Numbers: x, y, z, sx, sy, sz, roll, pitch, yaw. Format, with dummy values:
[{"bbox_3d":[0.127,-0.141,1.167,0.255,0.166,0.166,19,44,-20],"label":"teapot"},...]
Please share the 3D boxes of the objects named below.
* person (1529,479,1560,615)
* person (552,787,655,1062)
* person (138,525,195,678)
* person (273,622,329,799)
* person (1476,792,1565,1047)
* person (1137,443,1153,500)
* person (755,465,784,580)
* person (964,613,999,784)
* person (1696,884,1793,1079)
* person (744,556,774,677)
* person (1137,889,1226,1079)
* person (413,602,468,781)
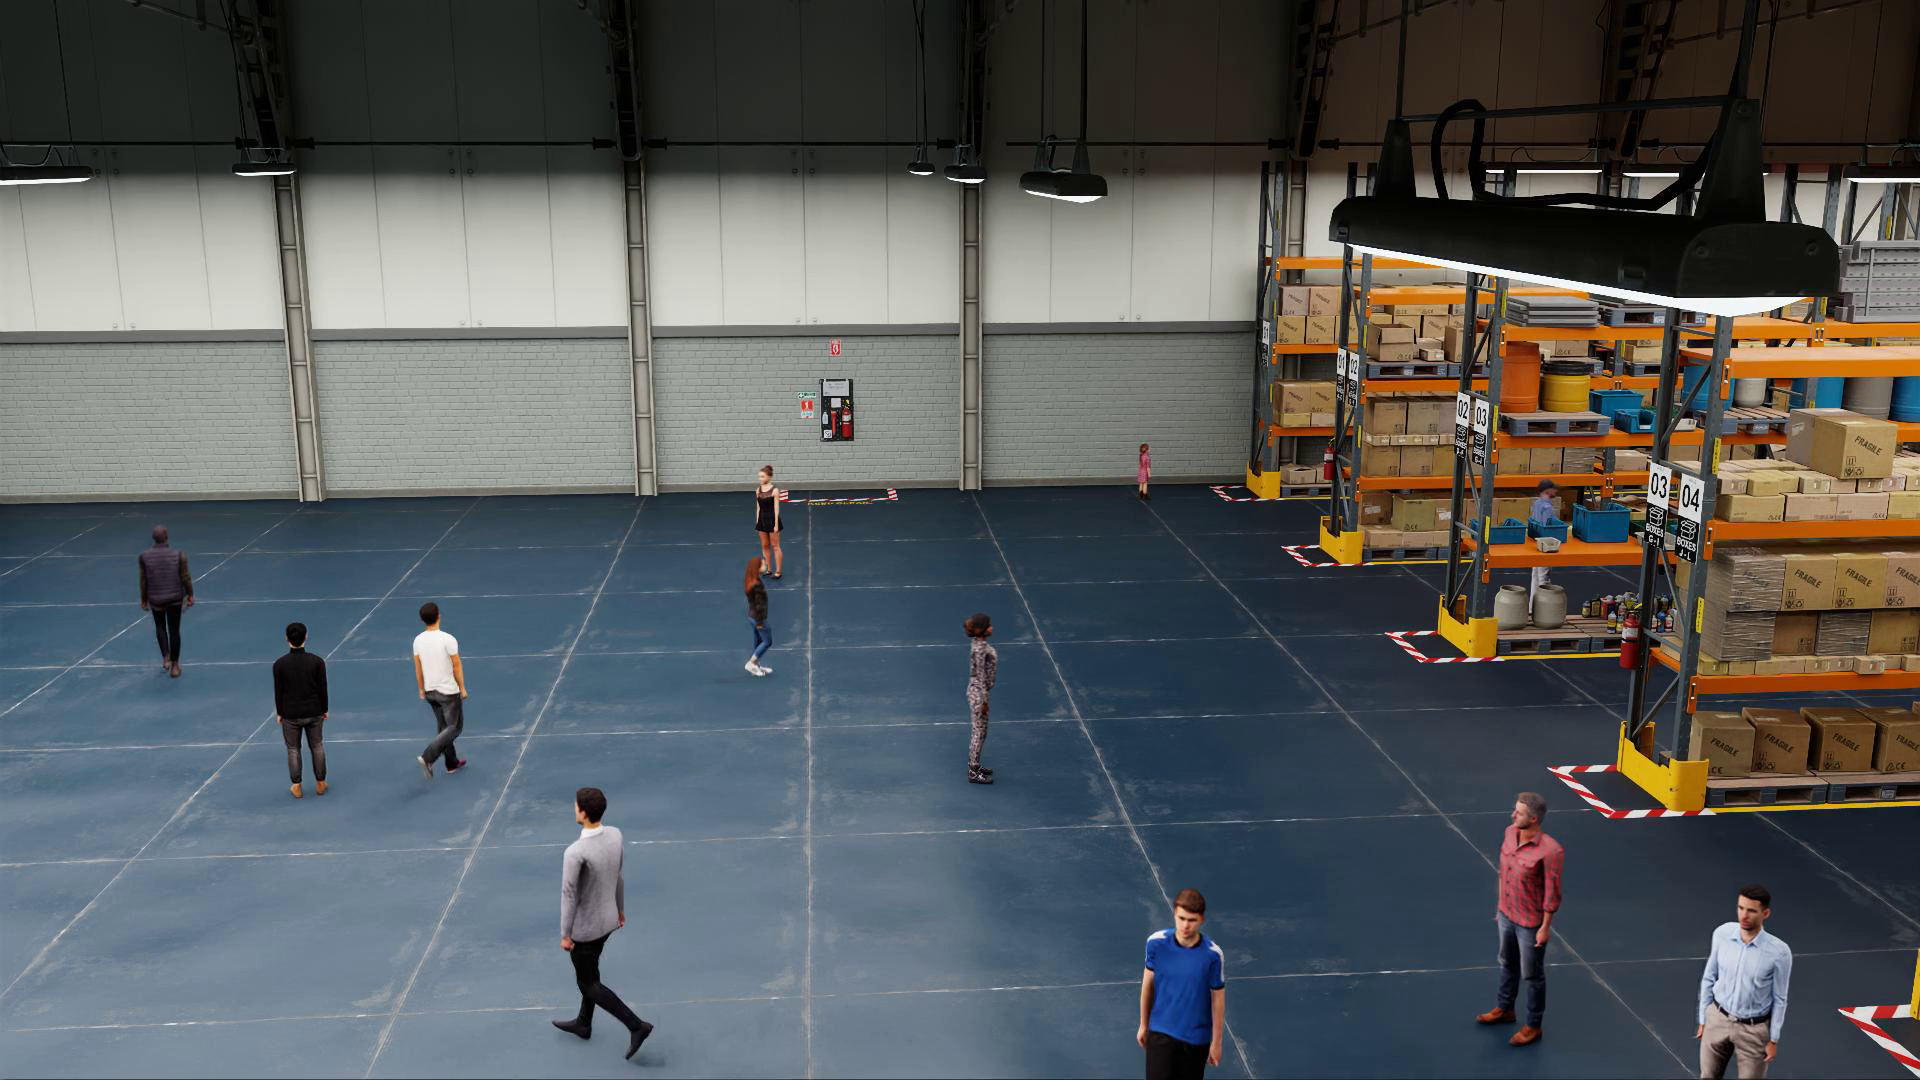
[{"bbox_3d":[7.865,0.102,22.430,0.578,1.887,0.658,0,13,-1],"label":"person"},{"bbox_3d":[-2.460,2.638,11.428,1.278,1.912,1.081,5,14,22],"label":"person"},{"bbox_3d":[-9.469,0.744,19.803,0.731,1.822,0.855,-4,14,-17],"label":"person"},{"bbox_3d":[-6.398,1.642,16.153,0.620,1.721,0.767,-7,15,-28],"label":"person"},{"bbox_3d":[3.976,2.620,11.685,0.667,1.829,0.742,-5,14,-22],"label":"person"},{"bbox_3d":[3.348,-1.251,30.194,0.534,1.022,0.495,-8,15,-31],"label":"person"},{"bbox_3d":[-2.807,-0.268,24.493,0.672,1.679,0.748,8,15,32],"label":"person"},{"bbox_3d":[0.201,1.555,16.544,0.574,1.713,0.593,0,13,1],"label":"person"},{"bbox_3d":[4.763,2.963,10.163,0.746,1.848,0.798,12,18,42],"label":"person"},{"bbox_3d":[-2.476,0.920,19.814,0.662,1.476,0.635,-5,14,-21],"label":"person"},{"bbox_3d":[1.372,2.960,10.188,0.952,1.843,0.926,3,13,14],"label":"person"},{"bbox_3d":[-5.195,1.531,16.501,1.037,1.780,0.976,5,14,21],"label":"person"}]
